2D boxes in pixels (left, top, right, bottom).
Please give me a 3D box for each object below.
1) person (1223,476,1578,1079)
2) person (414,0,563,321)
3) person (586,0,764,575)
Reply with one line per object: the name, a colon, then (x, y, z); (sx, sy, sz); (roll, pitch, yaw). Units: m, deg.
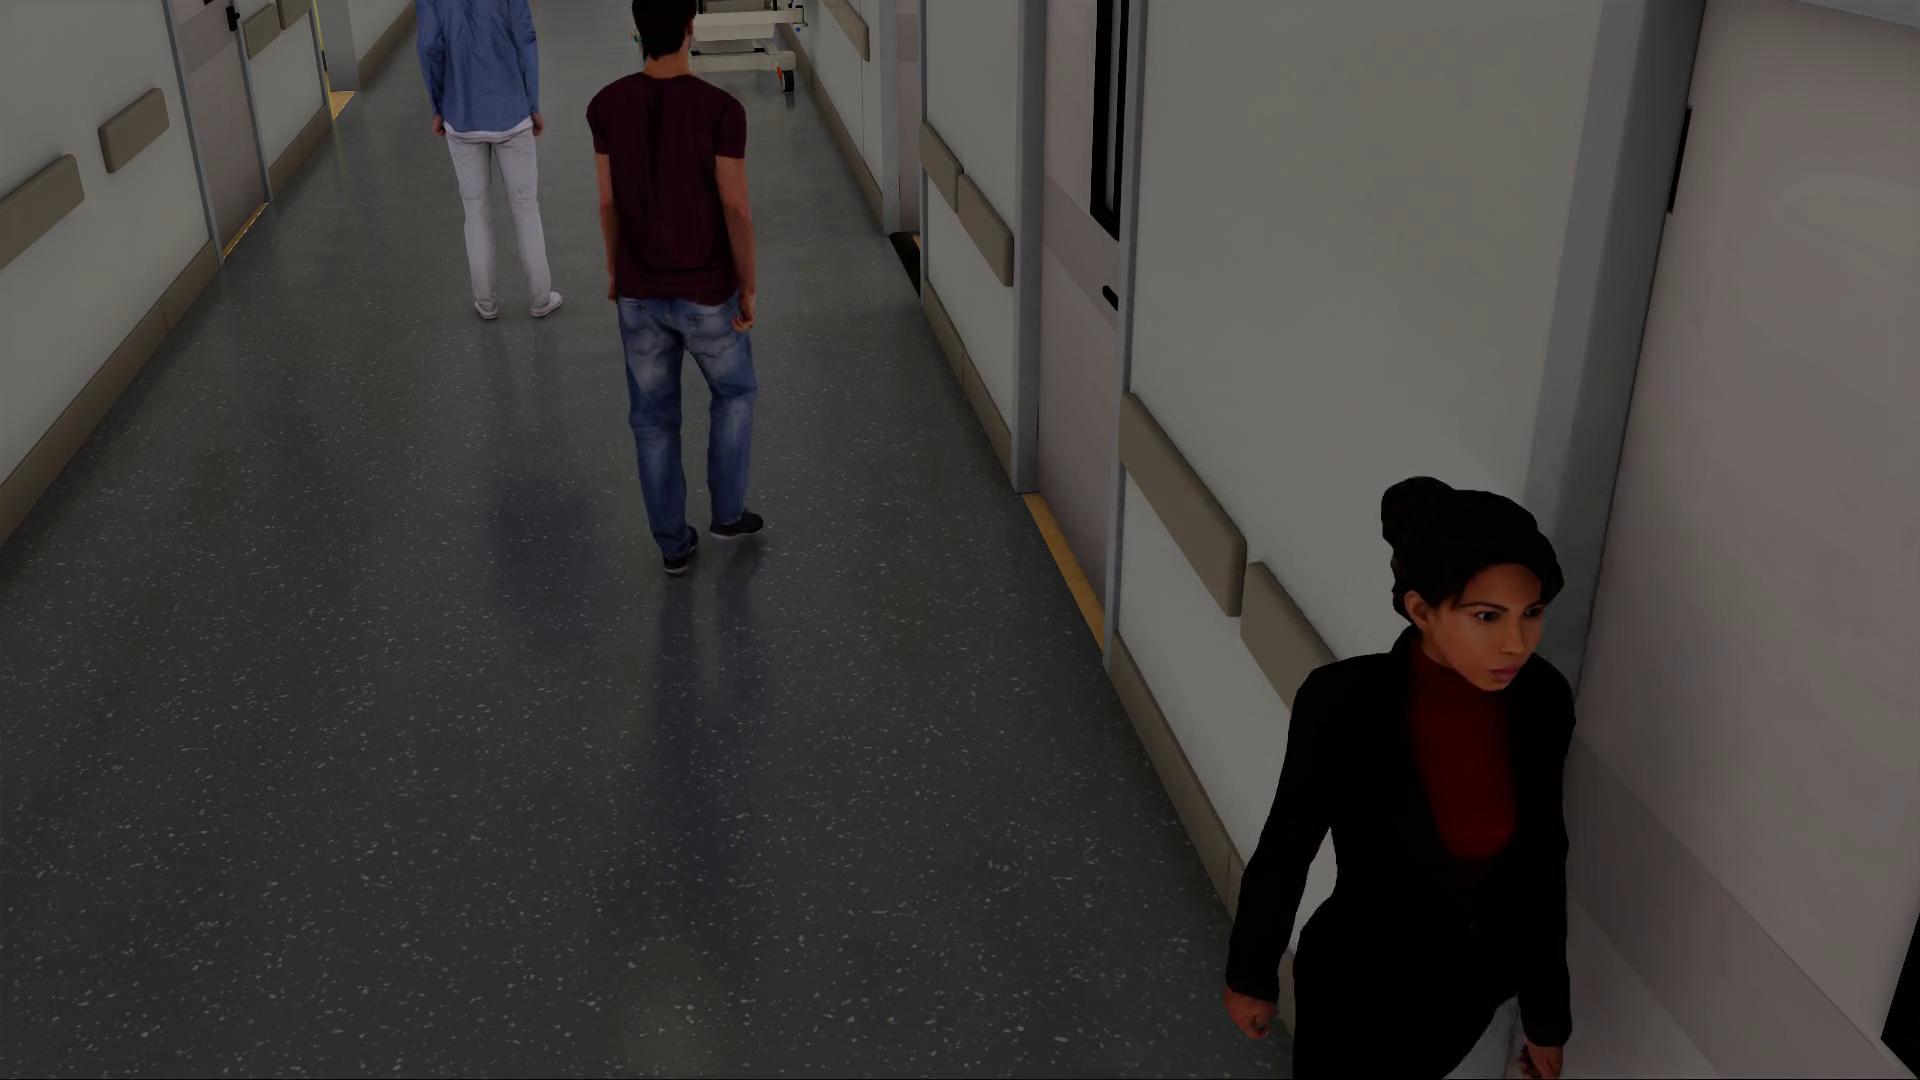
person: (0.596, 0.650, 2.464); (0.954, 1.600, 0.685); (-6, 26, -12)
person: (-2.123, -1.923, 7.470); (0.488, 1.888, 0.715); (-4, 26, -7)
person: (-0.887, -0.747, 5.093); (0.659, 1.833, 0.798); (1, 26, 2)
